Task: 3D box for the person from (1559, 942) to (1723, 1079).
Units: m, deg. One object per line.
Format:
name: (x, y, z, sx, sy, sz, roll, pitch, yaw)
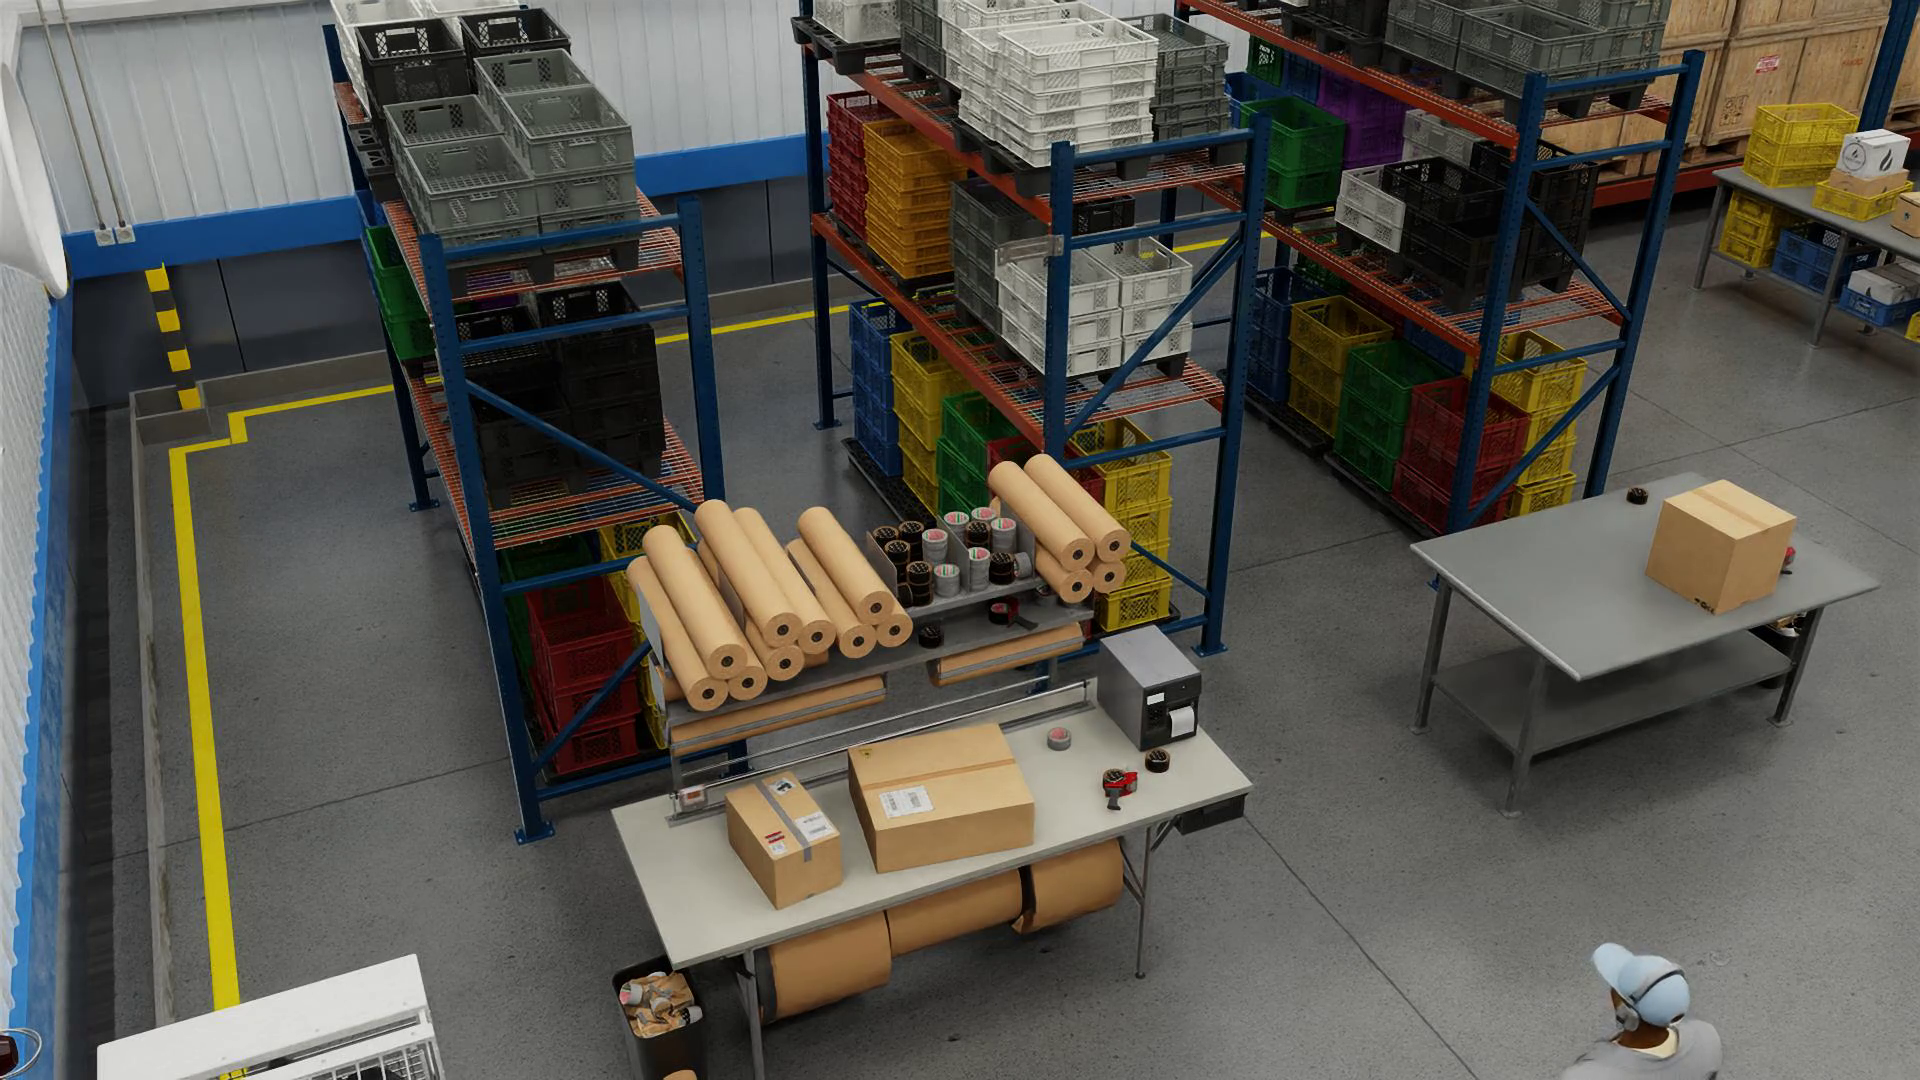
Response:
person: (2.006, 1.985, 5.237, 0.589, 1.852, 0.366, -14, 34, -22)
